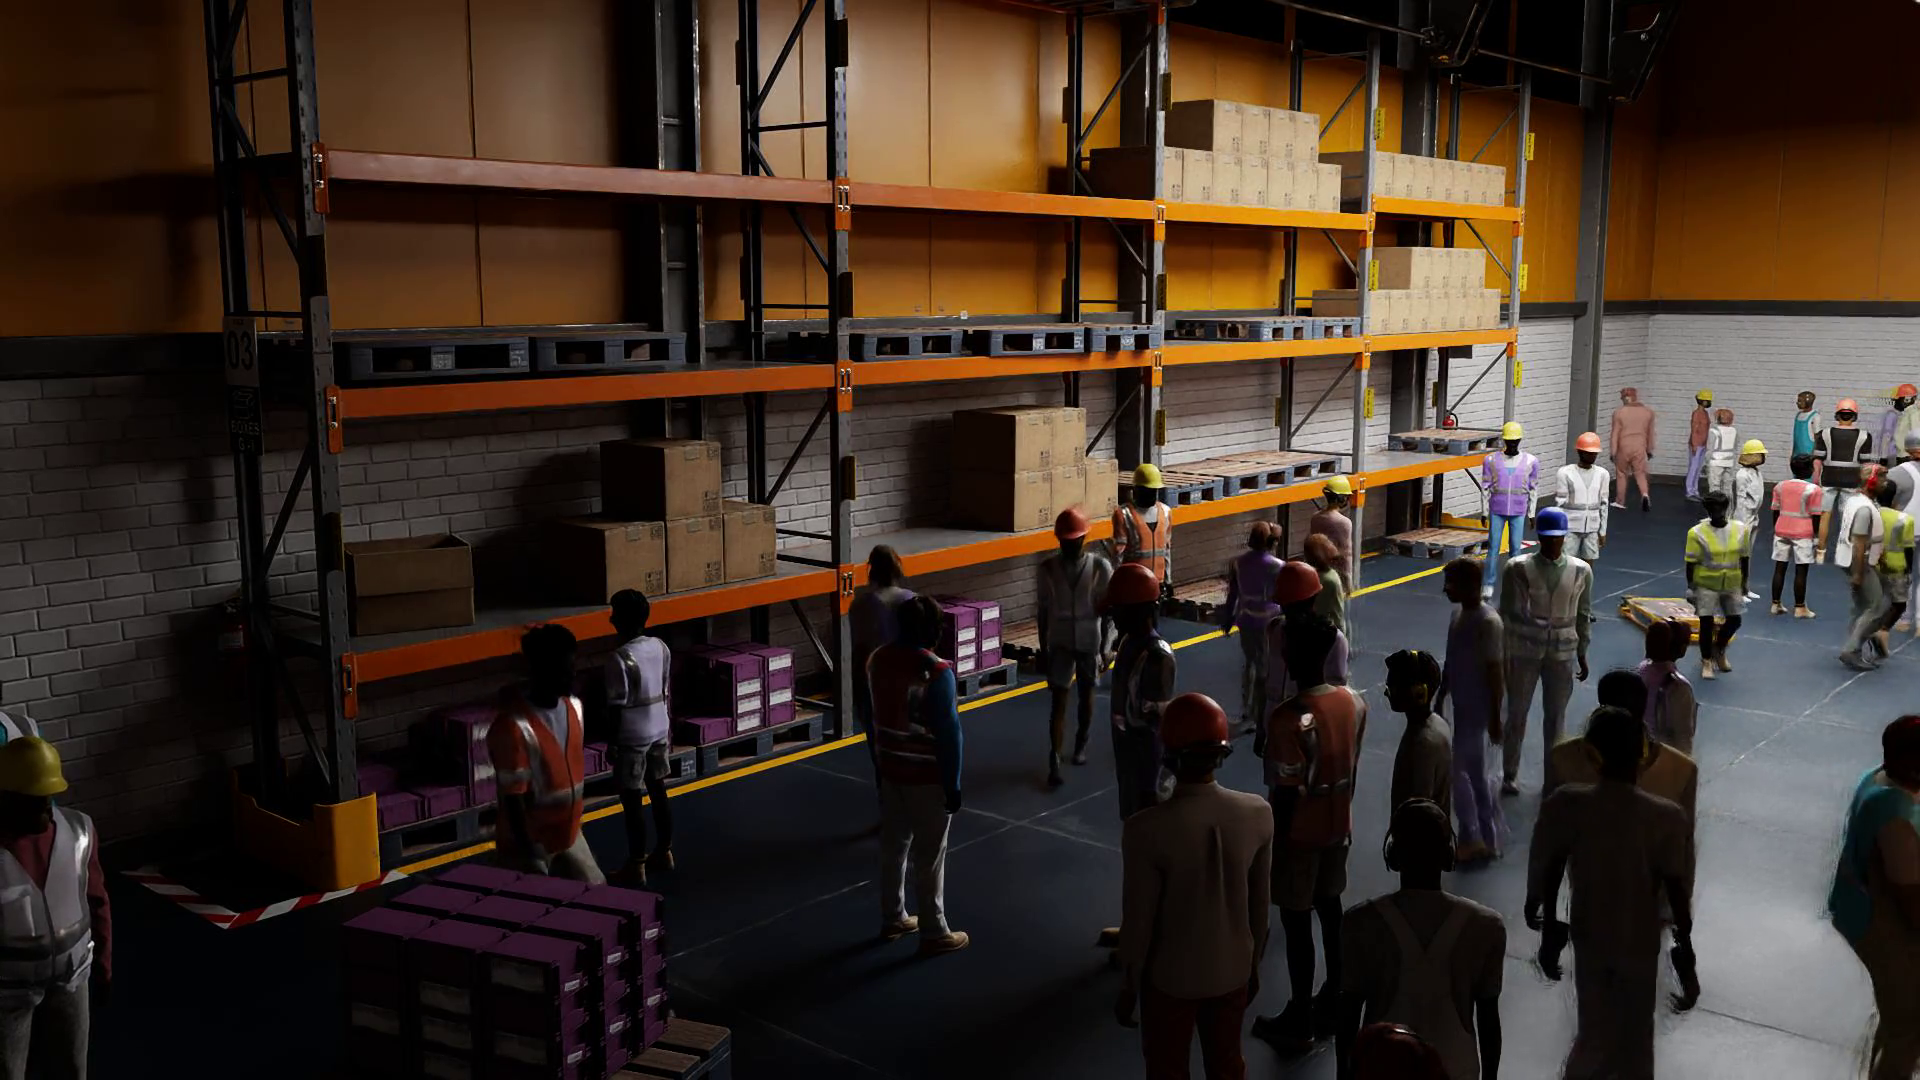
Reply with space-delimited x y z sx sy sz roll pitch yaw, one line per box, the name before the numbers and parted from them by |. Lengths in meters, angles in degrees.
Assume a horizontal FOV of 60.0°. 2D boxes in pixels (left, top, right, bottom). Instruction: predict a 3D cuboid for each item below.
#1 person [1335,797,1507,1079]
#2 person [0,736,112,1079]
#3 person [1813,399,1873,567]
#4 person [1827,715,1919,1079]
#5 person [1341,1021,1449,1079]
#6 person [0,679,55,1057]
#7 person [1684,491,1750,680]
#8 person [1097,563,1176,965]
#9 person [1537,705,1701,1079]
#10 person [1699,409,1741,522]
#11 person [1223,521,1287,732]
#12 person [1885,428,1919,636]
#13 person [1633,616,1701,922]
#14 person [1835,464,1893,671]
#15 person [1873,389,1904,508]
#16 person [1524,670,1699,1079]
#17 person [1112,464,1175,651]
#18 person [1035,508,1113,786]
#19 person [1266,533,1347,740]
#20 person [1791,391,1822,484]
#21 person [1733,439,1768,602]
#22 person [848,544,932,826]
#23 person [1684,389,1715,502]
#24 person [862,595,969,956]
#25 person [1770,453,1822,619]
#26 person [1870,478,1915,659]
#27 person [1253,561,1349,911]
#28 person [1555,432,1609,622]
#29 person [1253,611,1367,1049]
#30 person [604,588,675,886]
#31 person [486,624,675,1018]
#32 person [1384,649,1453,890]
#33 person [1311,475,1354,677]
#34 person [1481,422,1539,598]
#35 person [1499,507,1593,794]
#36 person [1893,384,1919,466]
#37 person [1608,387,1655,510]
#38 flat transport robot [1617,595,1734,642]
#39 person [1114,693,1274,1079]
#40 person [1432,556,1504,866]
person | 1.427 1.710 5.214 0.503 1.839 0.349 2 9 11
person | -3.358 1.594 6.021 0.403 1.820 0.603 6 11 35
person | 10.622 -0.686 20.061 0.611 2.030 0.410 4 10 27
person | 3.615 1.538 6.443 0.453 1.815 0.626 4 10 22
person | 0.892 1.941 3.694 0.595 1.831 0.971 -2 9 -12
person | -4.148 1.420 7.108 0.429 1.833 0.637 4 10 27
person | 6.494 0.379 14.341 0.579 1.659 0.568 1 9 4
person | 0.883 1.124 8.375 0.405 2.035 0.601 -2 9 -11
person | 2.463 1.548 6.254 0.580 1.843 0.747 6 11 33
person | 10.819 -1.039 23.633 0.573 1.624 0.319 -2 9 -15
person | 2.335 0.648 12.760 0.555 1.612 0.596 8 12 43
person | 9.328 -0.090 16.160 0.737 2.000 0.537 4 10 24
person | 3.771 1.223 8.964 0.309 1.645 0.515 -1 9 -7
person | 8.005 0.242 14.707 0.479 1.822 0.587 4 10 22
person | 13.725 -1.294 24.370 0.571 1.902 0.581 5 10 31
person | 2.671 1.442 6.862 0.622 1.862 1.035 6 10 32
person | 1.552 0.320 13.891 0.634 1.920 0.393 -5 10 -29
person | 0.784 0.714 11.494 0.549 1.885 0.980 1 9 7
person | 2.617 0.740 12.275 0.840 1.576 0.506 -1 9 -7
person | 12.365 -1.262 24.353 0.349 1.843 0.506 -1 9 -9
person | 8.483 -0.211 17.887 0.286 1.746 0.489 8 12 42
person | -0.417 0.942 10.237 0.520 1.820 0.552 -1 9 -9
person | 11.573 -1.474 25.995 0.334 1.760 0.524 8 12 42
person | -0.210 1.193 8.525 0.429 1.841 0.633 -9 12 -44
person | 8.525 -0.046 16.968 0.321 1.699 0.537 -5 10 -28
person | 8.285 0.276 15.006 0.535 1.672 0.546 -6 11 -36
person | 1.831 1.063 9.090 0.543 1.927 0.375 9 12 44
person | 6.266 -0.124 16.756 0.547 1.933 0.379 0 9 -3
person | 1.566 1.291 7.491 0.612 1.963 0.361 -8 12 -42
person | -1.845 1.116 9.510 0.317 1.691 0.535 4 10 23
person | -1.784 1.325 7.419 0.999 1.912 0.611 5 10 28
person | 1.968 1.386 7.237 0.334 1.860 0.510 3 9 18
person | 3.241 0.315 14.464 0.347 1.760 0.529 -4 10 -24
person | 5.944 -0.322 18.015 0.589 1.928 0.384 2 9 16
person | 3.894 0.740 11.101 0.604 1.949 0.389 1 9 8
person | 13.441 -1.227 23.660 0.400 1.984 0.622 3 9 16
person | 10.058 -1.364 24.920 0.677 1.870 0.780 0 9 -3
flat transport robot | 7.011 0.763 16.342 0.652 0.197 1.431 1 9 5
person | 0.823 1.522 5.909 0.612 1.995 0.377 -4 10 -25
person | 2.956 1.007 9.796 0.566 1.817 0.542 -1 9 -8
